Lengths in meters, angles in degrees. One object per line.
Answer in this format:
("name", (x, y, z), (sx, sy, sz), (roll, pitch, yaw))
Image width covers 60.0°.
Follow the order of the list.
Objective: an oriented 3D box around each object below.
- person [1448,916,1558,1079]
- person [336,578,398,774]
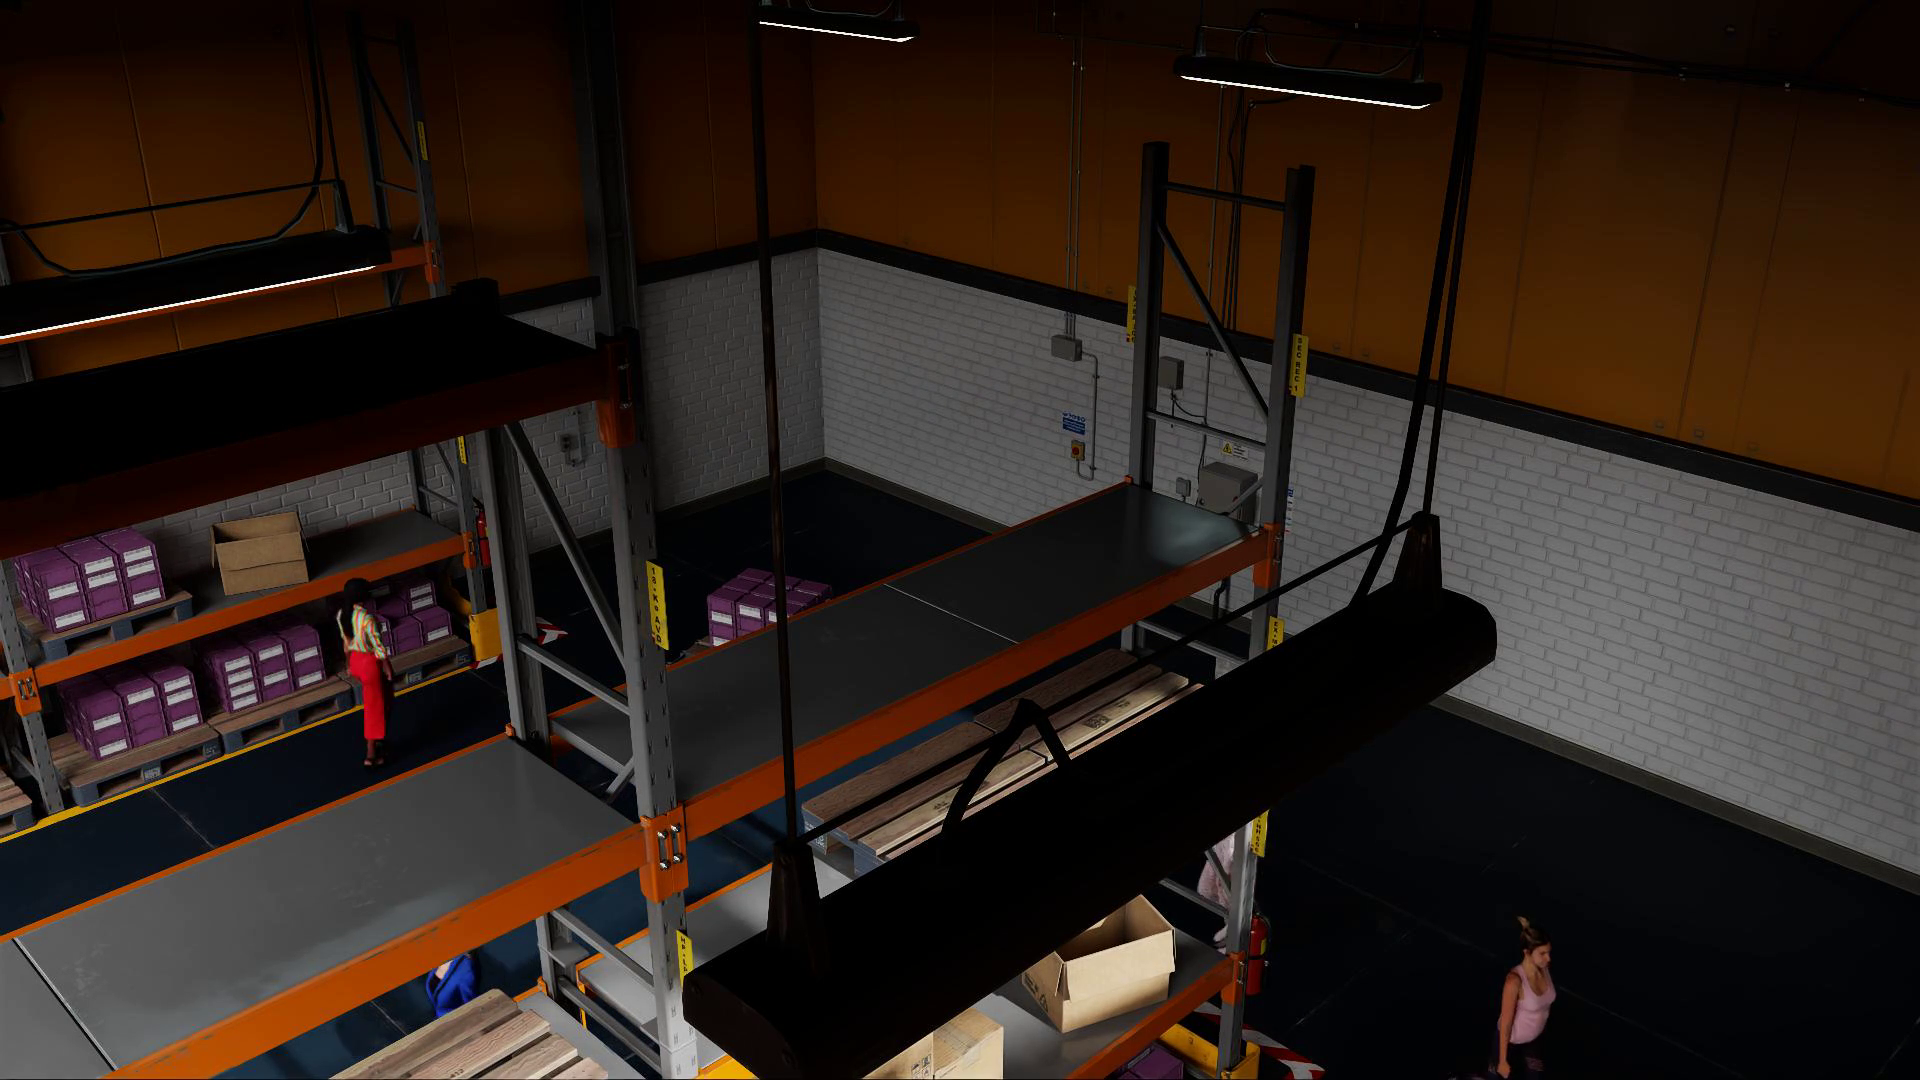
("person", (3.321, 2.982, 10.108), (1.072, 1.615, 0.829), (-12, 26, -25))
("person", (-5.066, 1.173, 14.040), (0.668, 1.780, 0.767), (14, 27, 28))
